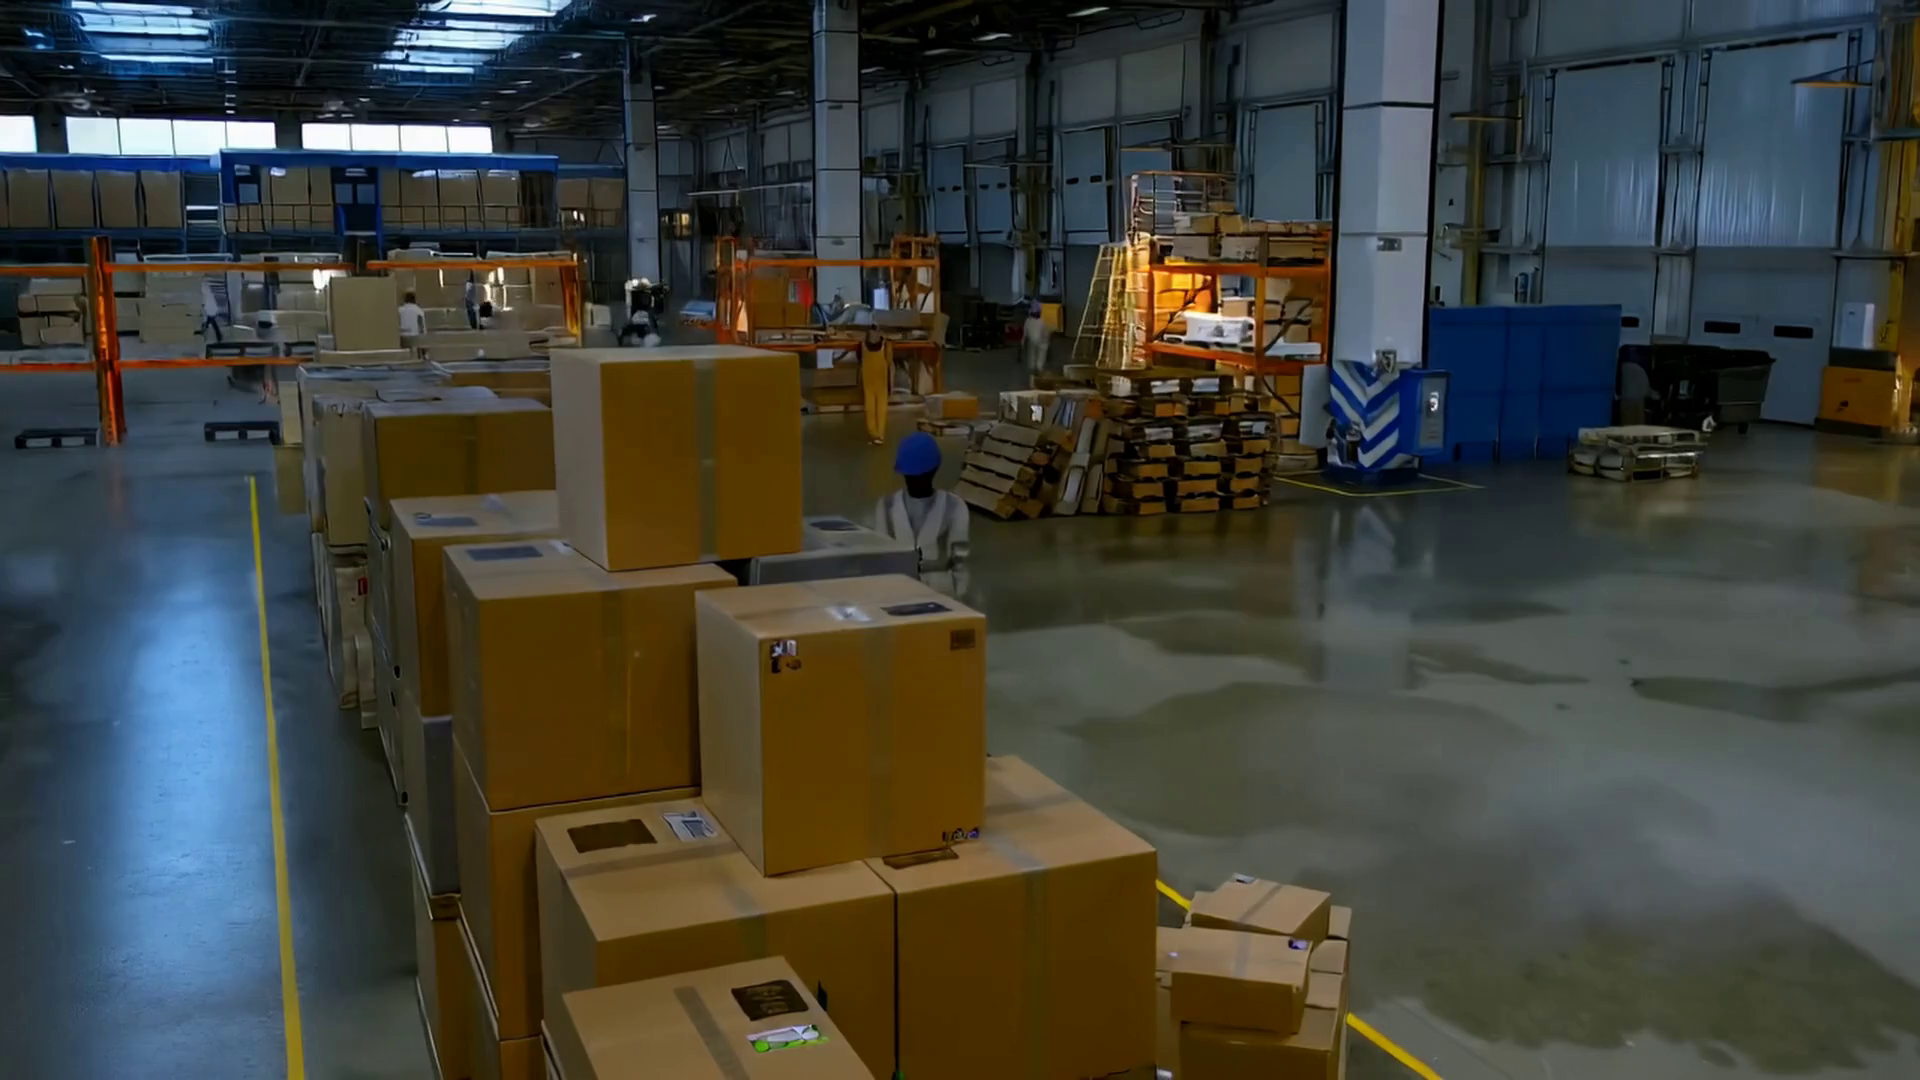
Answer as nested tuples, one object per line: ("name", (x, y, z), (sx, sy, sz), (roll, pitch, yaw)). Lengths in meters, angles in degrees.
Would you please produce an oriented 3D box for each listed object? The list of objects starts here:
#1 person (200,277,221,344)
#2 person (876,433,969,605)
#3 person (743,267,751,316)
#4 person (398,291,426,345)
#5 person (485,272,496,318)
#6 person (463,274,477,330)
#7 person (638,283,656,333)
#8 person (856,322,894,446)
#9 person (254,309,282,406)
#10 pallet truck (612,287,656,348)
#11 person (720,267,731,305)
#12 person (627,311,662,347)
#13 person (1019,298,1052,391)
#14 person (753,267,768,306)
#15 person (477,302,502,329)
("person", (-20.479, -6.146, 45.090), (0.626, 1.952, 0.877), (8, 13, 38))
("person", (-0.227, 0.355, 9.358), (0.542, 1.928, 0.374), (2, 10, 9))
("person", (-8.178, -9.582, 64.097), (0.356, 1.937, 0.552), (-1, 10, -5))
("person", (-11.427, -4.207, 34.583), (0.652, 1.903, 0.633), (-1, 10, -7))
("person", (-14.876, -7.528, 52.793), (0.377, 1.933, 0.628), (-1, 10, -4))
("person", (-14.930, -7.130, 50.618), (0.381, 1.923, 0.591), (1, 10, 7))
("person", (-8.504, -6.016, 44.797), (0.630, 1.816, 0.802), (-4, 11, -22))
("person", (-1.249, -2.287, 24.295), (0.546, 1.787, 0.993), (0, 10, -2))
("person", (-12.452, -3.281, 29.907), (0.493, 1.742, 0.301), (1, 10, 5))
("pallet truck", (-6.464, -4.406, 35.401), (0.823, 1.965, 1.885), (6, 12, 32))
("person", (-9.750, -10.529, 69.633), (0.632, 1.824, 0.549), (4, 11, 22))
("person", (-4.712, -2.441, 24.767), (0.594, 1.927, 0.367), (3, 11, 18))
("person", (1.397, -3.448, 30.366), (0.596, 1.917, 0.440), (7, 12, 33))
("person", (-8.831, -11.324, 73.648), (0.618, 1.964, 0.907), (-8, 13, -38))
("person", (-8.402, -3.302, 29.695), (0.982, 1.869, 0.589), (3, 11, 15))
